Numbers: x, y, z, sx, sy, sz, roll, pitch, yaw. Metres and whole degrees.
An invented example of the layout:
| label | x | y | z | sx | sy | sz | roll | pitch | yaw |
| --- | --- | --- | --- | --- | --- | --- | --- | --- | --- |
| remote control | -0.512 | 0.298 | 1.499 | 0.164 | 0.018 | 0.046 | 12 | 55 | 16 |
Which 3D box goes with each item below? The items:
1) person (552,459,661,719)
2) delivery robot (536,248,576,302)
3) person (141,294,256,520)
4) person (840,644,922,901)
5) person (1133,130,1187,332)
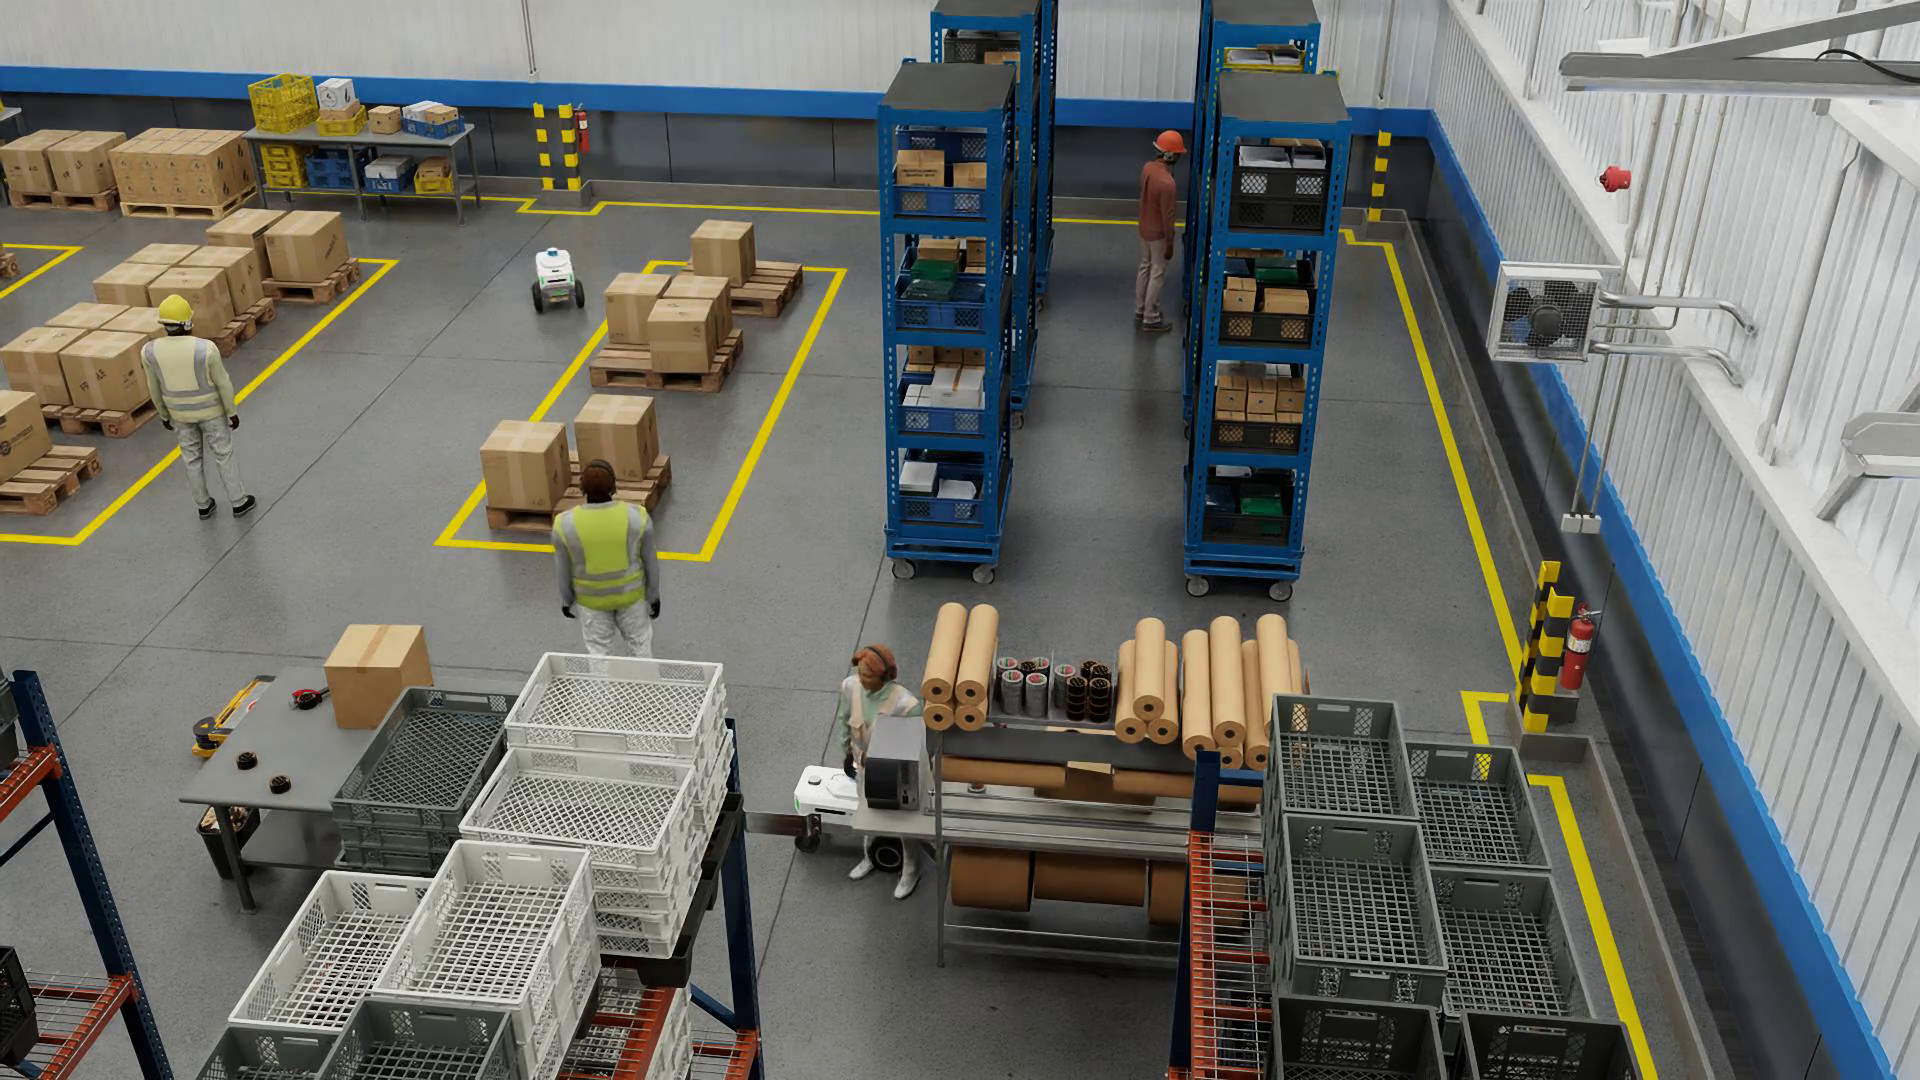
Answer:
| label | x | y | z | sx | sy | sz | roll | pitch | yaw |
| --- | --- | --- | --- | --- | --- | --- | --- | --- | --- |
| person | -2.208 | 0.355 | 10.514 | 0.644 | 1.828 | 0.476 | -7 | 31 | -12 |
| delivery robot | -4.135 | -2.744 | 16.990 | 0.477 | 0.478 | 0.707 | -8 | 31 | -13 |
| person | -5.889 | -1.018 | 12.853 | 0.601 | 1.830 | 0.403 | -2 | 30 | -4 |
| person | -0.424 | 1.255 | 9.150 | 0.521 | 1.631 | 0.317 | 18 | 35 | 28 |
| person | 1.933 | -2.980 | 16.082 | 0.410 | 1.980 | 0.624 | -9 | 31 | -15 |
